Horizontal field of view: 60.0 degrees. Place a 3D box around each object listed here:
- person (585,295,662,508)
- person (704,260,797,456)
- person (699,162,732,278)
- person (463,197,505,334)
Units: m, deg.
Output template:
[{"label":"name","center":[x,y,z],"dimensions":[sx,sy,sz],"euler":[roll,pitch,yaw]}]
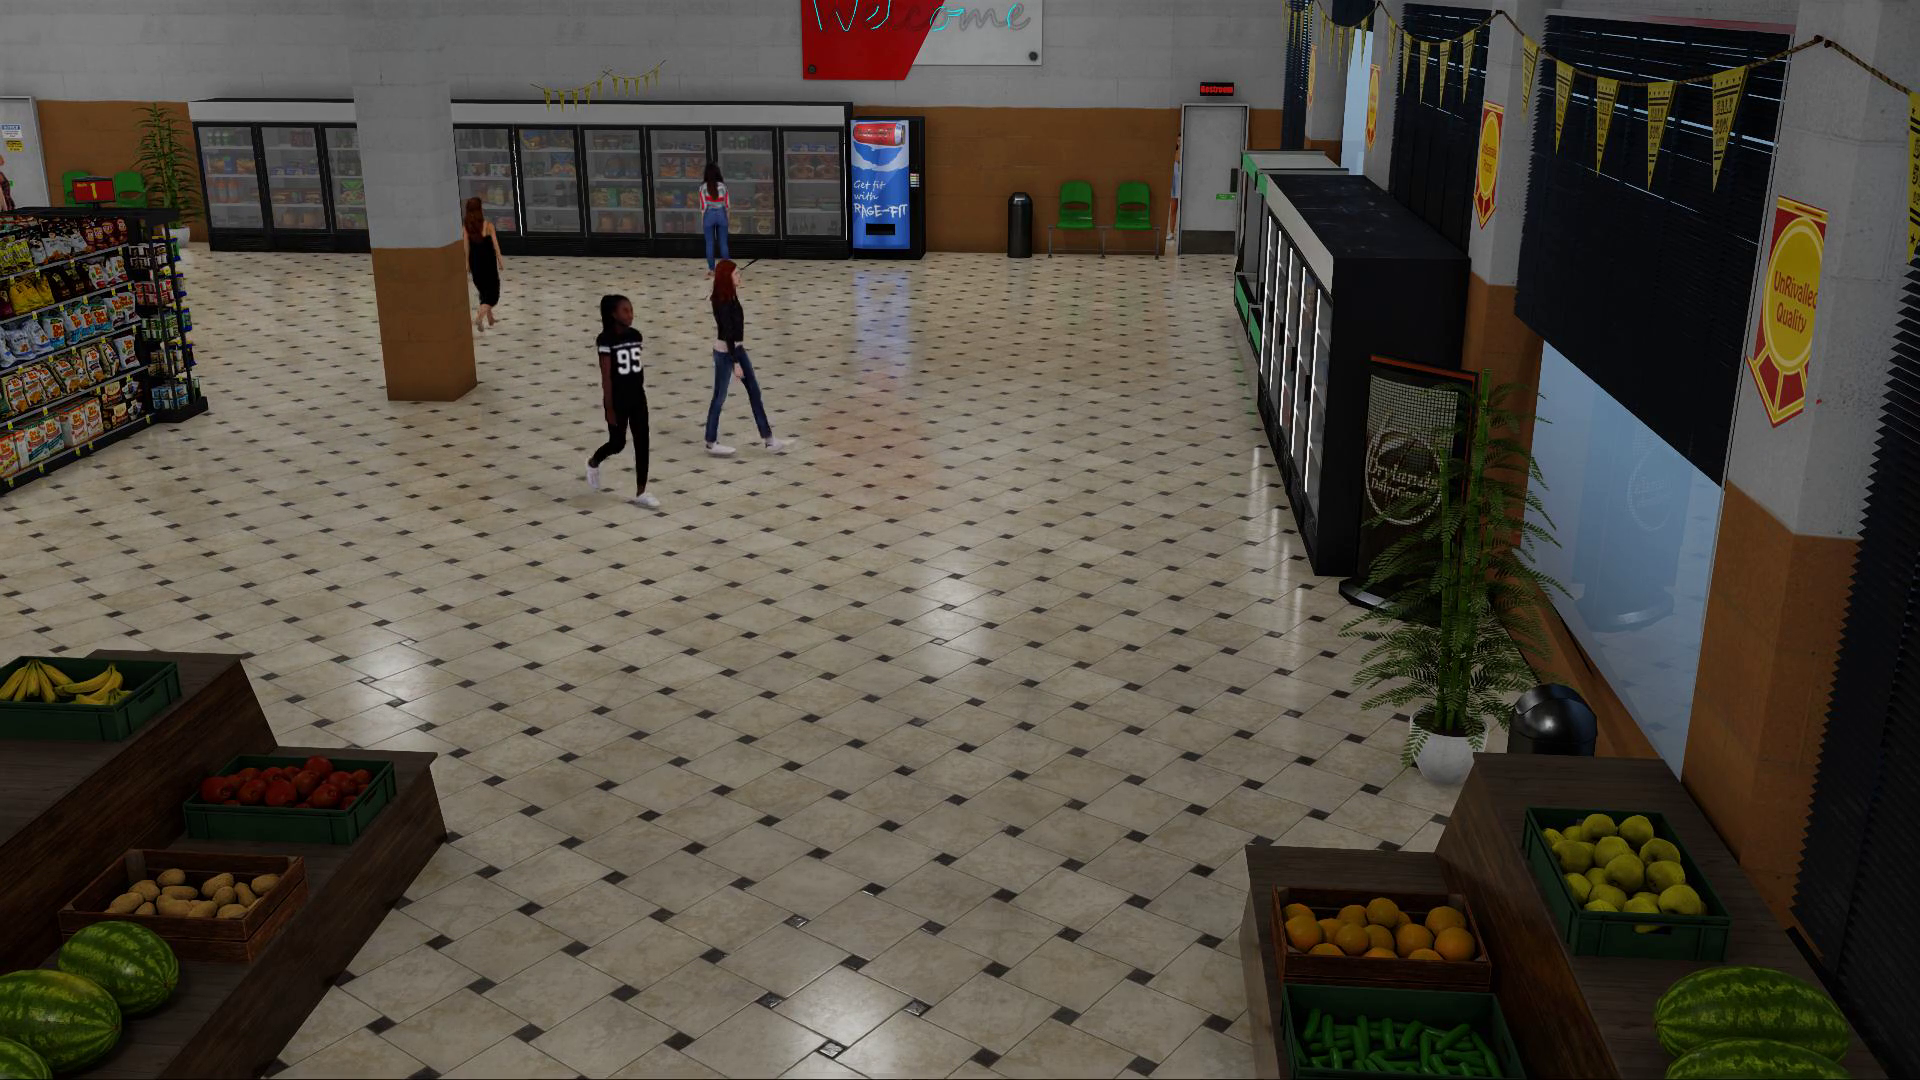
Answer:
[{"label":"person","center":[-2.770,-1.112,13.413],"dimensions":[1.020,1.709,1.032],"euler":[15,24,37]},{"label":"person","center":[-2.117,-1.574,14.712],"dimensions":[0.724,1.755,1.001],"euler":[3,19,9]},{"label":"person","center":[-3.532,-4.626,23.988],"dimensions":[0.647,1.612,0.597],"euler":[-4,19,-10]},{"label":"person","center":[-5.776,-3.293,20.060],"dimensions":[0.636,1.596,1.061],"euler":[4,19,11]}]
